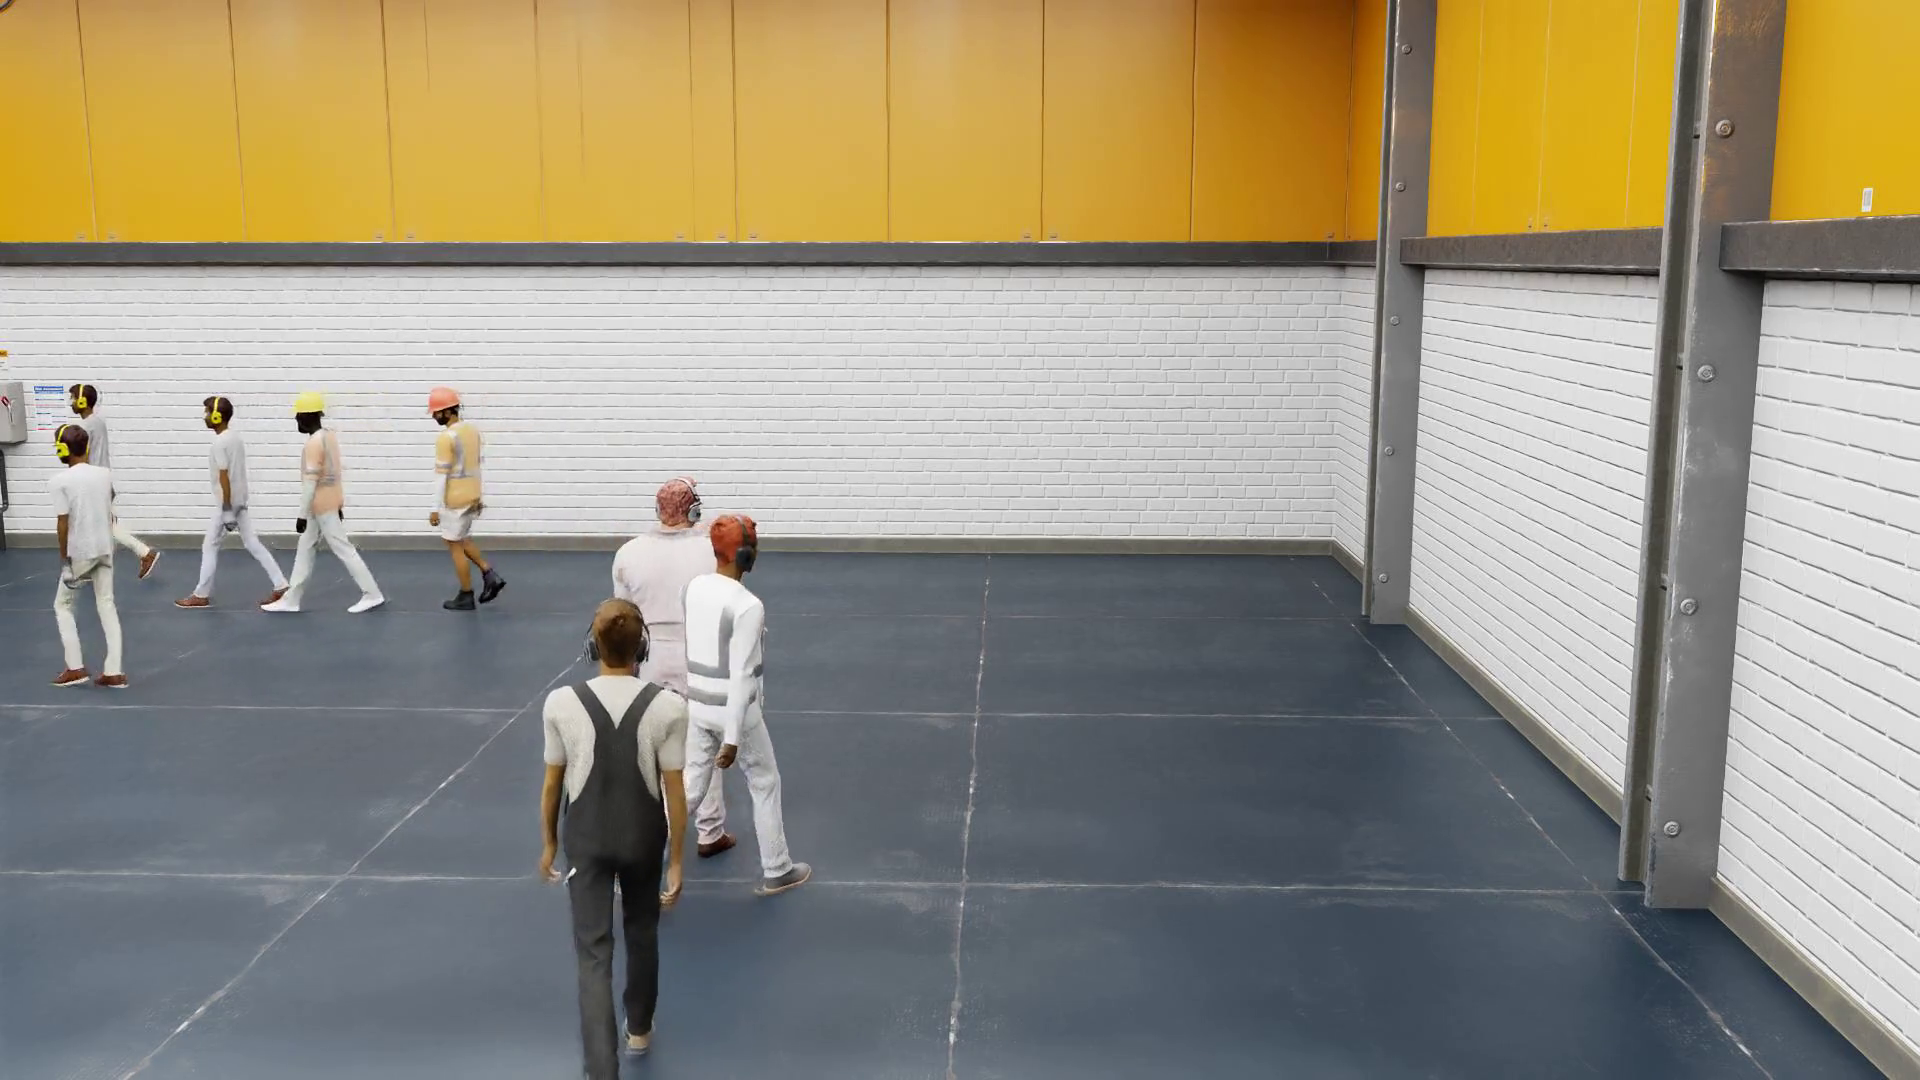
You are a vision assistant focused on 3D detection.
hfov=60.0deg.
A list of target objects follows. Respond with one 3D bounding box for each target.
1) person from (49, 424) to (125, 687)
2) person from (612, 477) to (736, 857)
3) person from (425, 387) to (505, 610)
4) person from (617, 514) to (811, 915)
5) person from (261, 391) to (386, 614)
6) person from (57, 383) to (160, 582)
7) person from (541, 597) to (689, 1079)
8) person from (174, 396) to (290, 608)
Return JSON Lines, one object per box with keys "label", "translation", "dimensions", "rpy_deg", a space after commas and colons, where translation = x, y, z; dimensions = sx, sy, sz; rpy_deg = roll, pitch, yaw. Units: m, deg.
{"label": "person", "translation": [-6.104, 0.117, 11.564], "dimensions": [0.660, 1.839, 0.513], "rpy_deg": [5, 11, 28]}
{"label": "person", "translation": [-1.401, 0.644, 8.334], "dimensions": [0.672, 1.919, 0.431], "rpy_deg": [1, 10, 9]}
{"label": "person", "translation": [-4.215, -0.342, 14.041], "dimensions": [0.507, 1.904, 0.584], "rpy_deg": [2, 10, 10]}
{"label": "person", "translation": [-1.125, 0.796, 7.582], "dimensions": [0.571, 1.851, 0.959], "rpy_deg": [9, 13, 42]}
{"label": "person", "translation": [-5.329, -0.301, 13.877], "dimensions": [0.998, 1.880, 0.594], "rpy_deg": [-2, 10, -13]}
{"label": "person", "translation": [-7.875, -0.521, 15.273], "dimensions": [0.833, 1.848, 0.518], "rpy_deg": [-3, 10, -17]}
{"label": "person", "translation": [-1.219, 1.102, 5.895], "dimensions": [0.531, 1.811, 0.938], "rpy_deg": [-2, 10, -12]}
{"label": "person", "translation": [-6.197, -0.313, 14.141], "dimensions": [1.007, 1.827, 0.528], "rpy_deg": [0, 10, 1]}
